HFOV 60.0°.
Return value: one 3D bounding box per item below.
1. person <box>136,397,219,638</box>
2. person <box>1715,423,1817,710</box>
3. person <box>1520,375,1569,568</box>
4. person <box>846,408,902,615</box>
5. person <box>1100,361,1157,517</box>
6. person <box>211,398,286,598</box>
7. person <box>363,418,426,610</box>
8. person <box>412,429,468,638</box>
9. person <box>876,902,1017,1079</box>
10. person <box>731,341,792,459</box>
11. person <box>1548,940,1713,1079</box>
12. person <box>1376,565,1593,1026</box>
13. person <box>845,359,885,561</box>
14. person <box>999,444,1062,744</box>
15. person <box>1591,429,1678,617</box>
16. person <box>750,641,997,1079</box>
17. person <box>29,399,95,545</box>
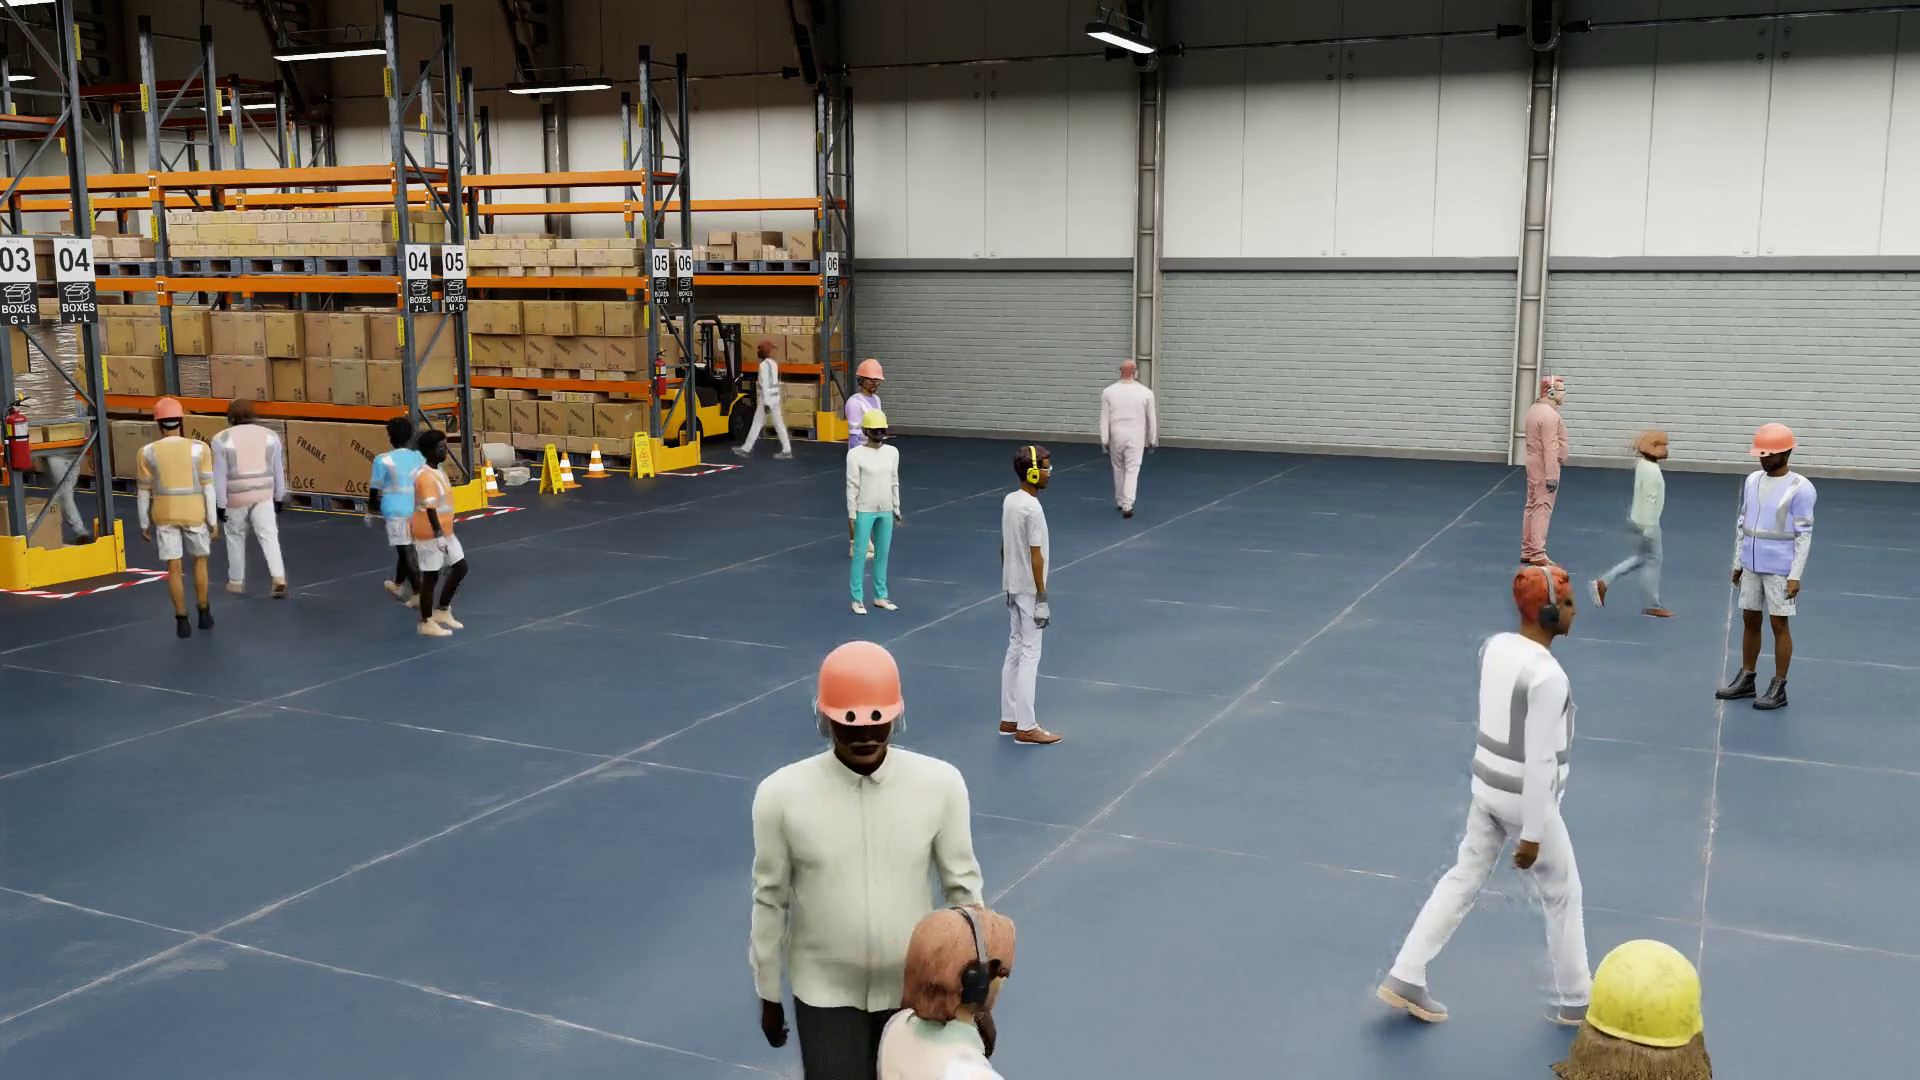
[{"bbox_3d":[-6.319,-0.192,13.447,0.570,1.927,0.597,-4,10,-24],"label":"person"},{"bbox_3d":[5.427,0.174,11.191,0.367,1.930,0.542,-4,10,-23],"label":"person"},{"bbox_3d":[5.811,-0.676,16.469,0.401,1.906,0.651,1,9,4],"label":"person"},{"bbox_3d":[-0.729,-0.247,14.269,0.533,1.767,0.326,-6,11,-35],"label":"person"},{"bbox_3d":[2.021,-1.220,19.977,0.663,1.863,1.007,2,9,10],"label":"person"},{"bbox_3d":[-6.368,-0.375,14.949,0.639,1.810,0.920,-8,12,-42],"label":"person"},{"bbox_3d":[-4.916,-0.239,14.539,0.854,1.647,0.545,7,12,38],"label":"person"},{"bbox_3d":[-4.152,-0.041,13.268,0.432,1.682,0.539,0,9,1],"label":"person"},{"bbox_3d":[-0.015,1.573,3.528,0.361,1.621,0.533,-4,10,-24],"label":"person"},{"bbox_3d":[-3.048,-2.168,25.847,1.001,1.823,0.595,3,10,15],"label":"person"},{"bbox_3d":[1.275,1.576,3.191,0.513,1.716,0.685,6,11,31],"label":"person"},{"bbox_3d":[2.110,1.000,6.416,0.980,1.846,0.570,-2,9,-11],"label":"person"},{"bbox_3d":[-0.935,-0.821,16.954,0.394,2.040,0.608,4,10,21],"label":"person"},{"bbox_3d":[0.430,0.335,10.383,0.311,1.869,0.534,-3,10,-20],"label":"person"},{"bbox_3d":[5.765,-0.146,14.093,0.625,1.614,0.511,2,9,10],"label":"person"},{"bbox_3d":[-0.224,1.245,4.516,0.634,1.948,0.953,-2,10,-15],"label":"person"},{"bbox_3d":[-9.392,-0.840,17.518,1.000,1.885,0.658,5,10,26],"label":"person"}]
